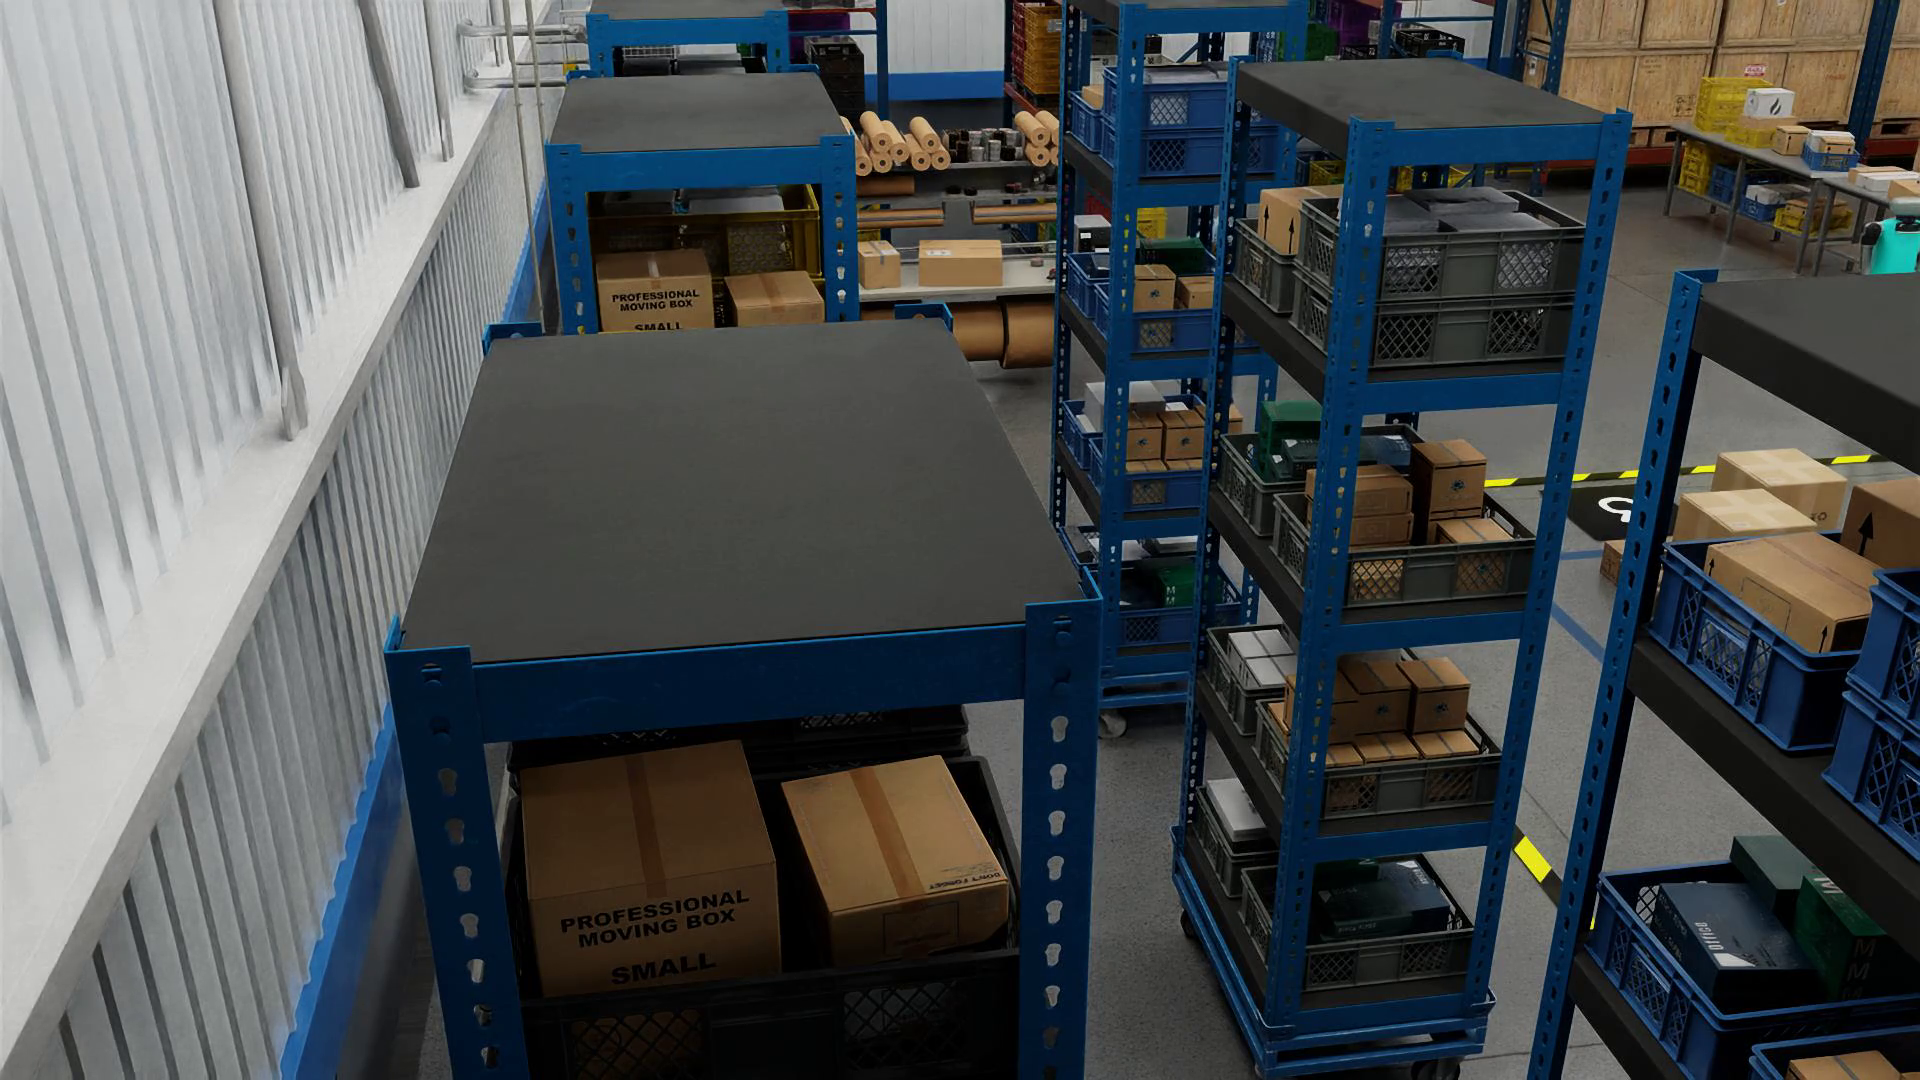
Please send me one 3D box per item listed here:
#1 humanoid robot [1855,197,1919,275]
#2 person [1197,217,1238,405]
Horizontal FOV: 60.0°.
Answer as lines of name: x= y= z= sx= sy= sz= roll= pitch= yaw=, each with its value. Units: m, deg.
humanoid robot: x=6.624 y=-1.537 z=11.728 sx=0.533 sy=1.672 sz=0.735 roll=1 pitch=25 yaw=2
person: x=1.685 y=-1.236 z=11.095 sx=0.401 sy=1.848 sz=0.590 roll=-4 pitch=25 yaw=-8
